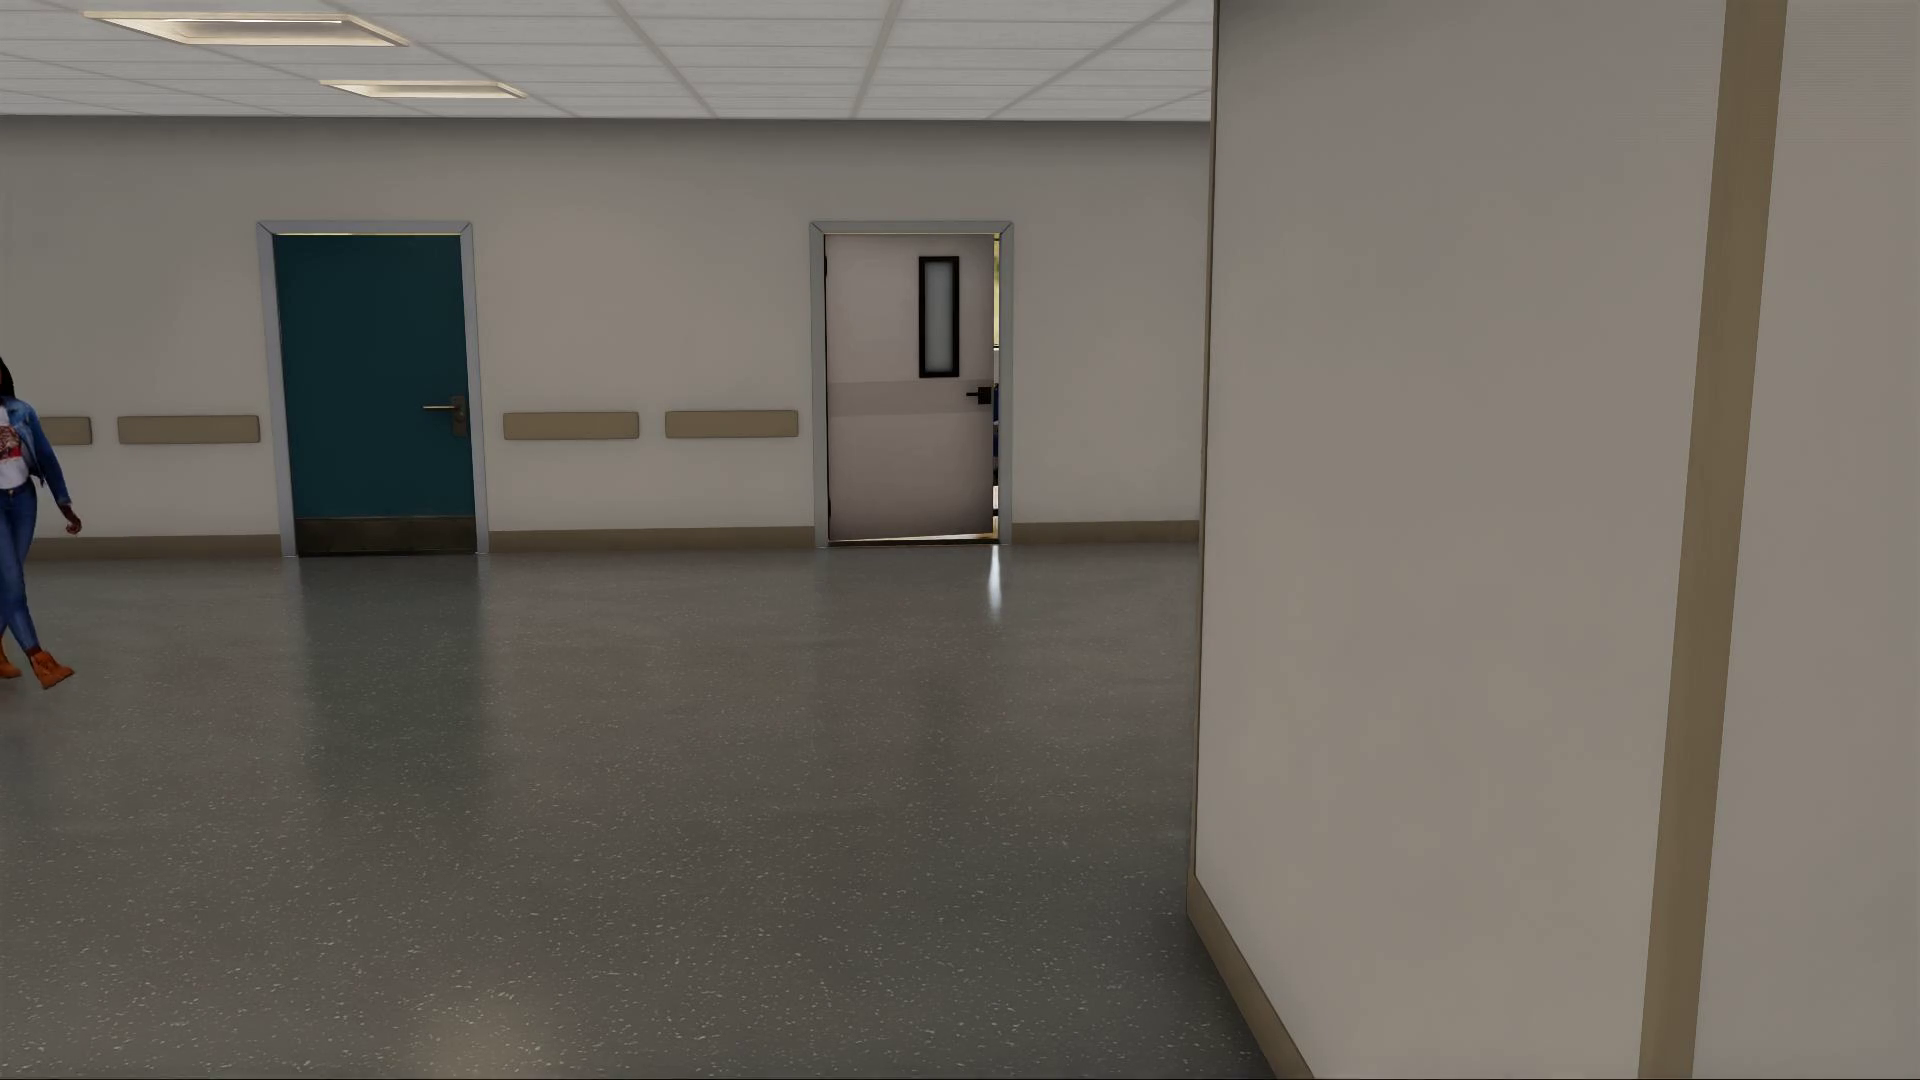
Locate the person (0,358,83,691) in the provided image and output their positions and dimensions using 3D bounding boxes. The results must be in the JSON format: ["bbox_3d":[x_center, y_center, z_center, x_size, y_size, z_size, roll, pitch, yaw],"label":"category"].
[{"bbox_3d":[-4.782,-0.086,8.206,1.219,1.669,1.061,6,12,29],"label":"person"}]
